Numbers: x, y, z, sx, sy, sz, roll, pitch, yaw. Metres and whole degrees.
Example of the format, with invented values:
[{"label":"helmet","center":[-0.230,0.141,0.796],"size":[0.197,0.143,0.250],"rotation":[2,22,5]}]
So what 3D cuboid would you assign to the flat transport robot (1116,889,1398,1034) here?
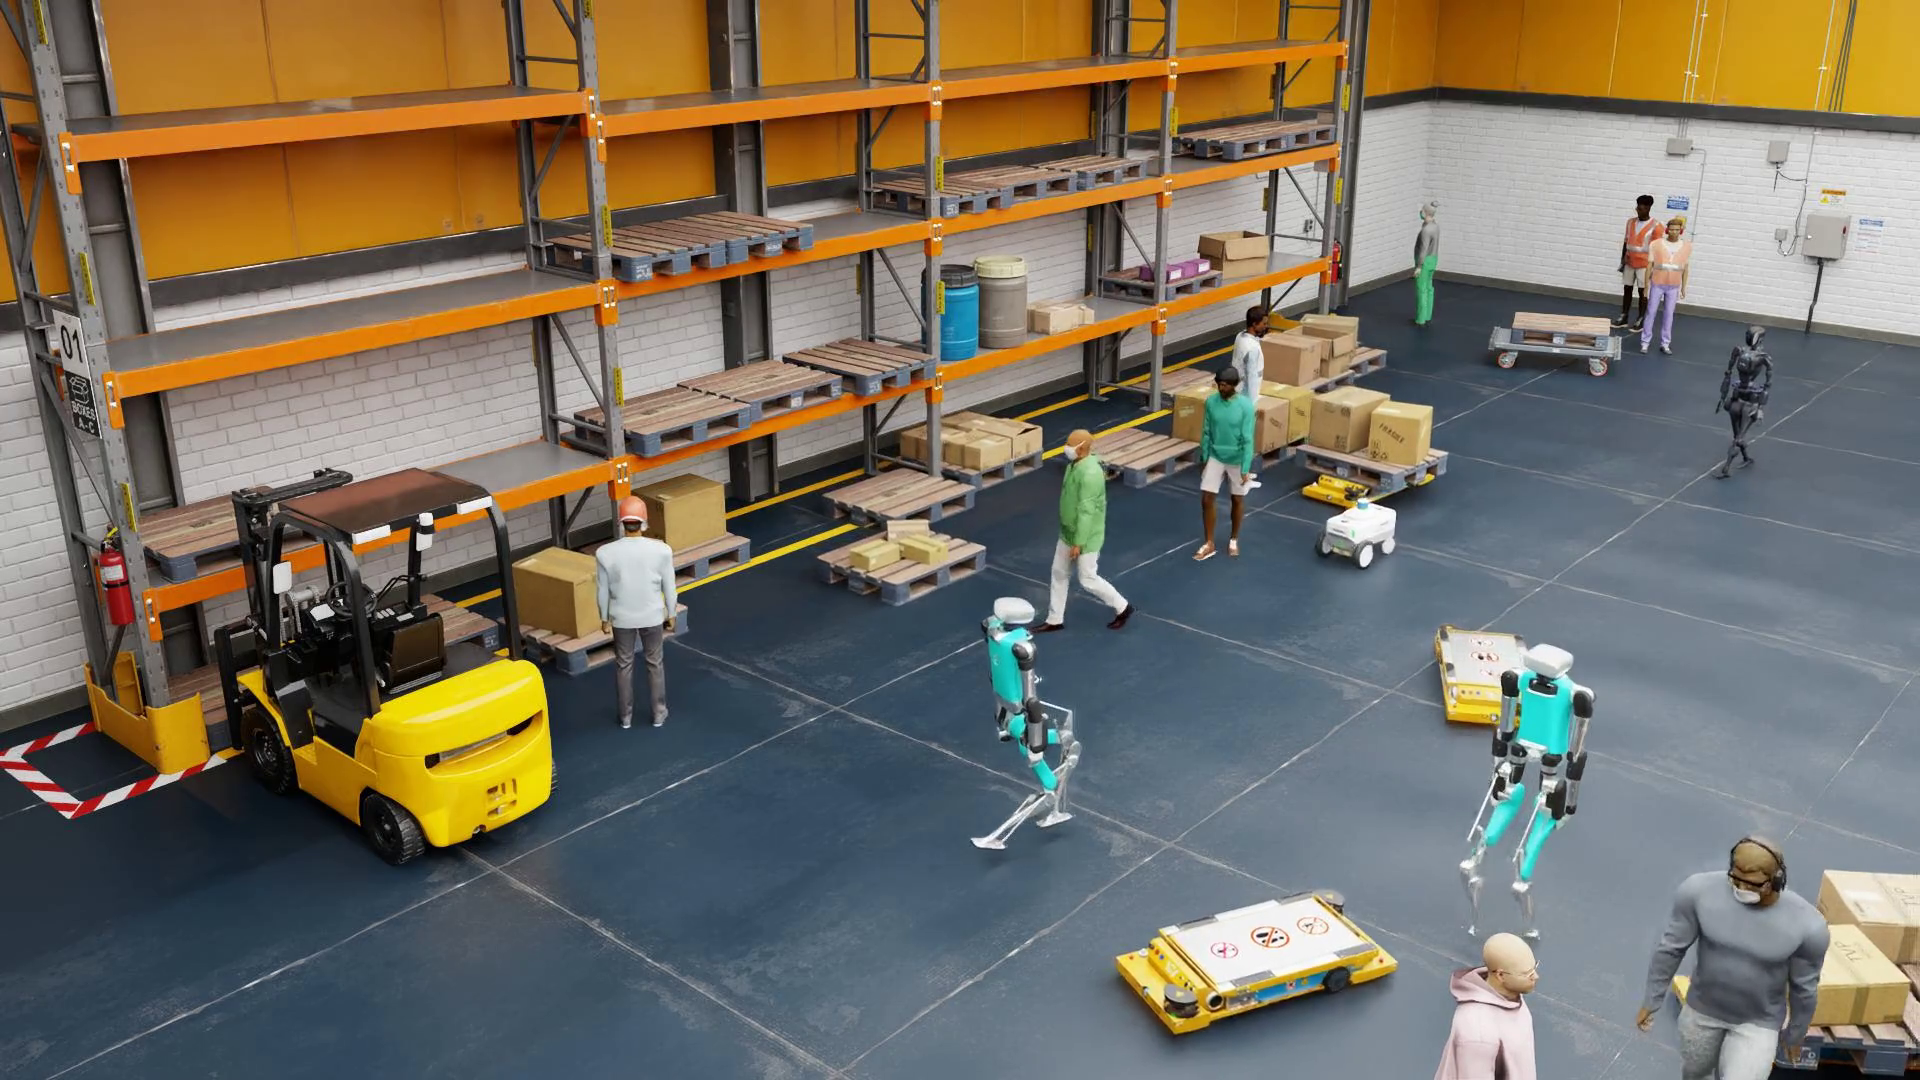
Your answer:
[{"label":"flat transport robot","center":[1.652,2.325,9.251],"size":[1.431,0.231,0.659],"rotation":[-9,22,-22]}]

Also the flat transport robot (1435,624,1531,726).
[{"label":"flat transport robot","center":[4.032,1.029,12.762],"size":[0.659,0.231,1.431],"rotation":[4,21,11]}]

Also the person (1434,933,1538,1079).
[{"label":"person","center":[2.140,2.396,6.870],"size":[0.403,1.784,0.523],"rotation":[10,23,26]}]

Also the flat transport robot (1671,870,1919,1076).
[{"label":"flat transport robot","center":[4.583,2.514,8.740],"size":[1.431,0.231,0.659],"rotation":[2,20,6]}]

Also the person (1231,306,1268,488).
[{"label":"person","center":[2.964,-1.481,17.204],"size":[0.408,1.908,0.595],"rotation":[-1,20,-3]}]

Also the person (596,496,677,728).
[{"label":"person","center":[-2.324,0.524,12.008],"size":[0.572,1.739,0.351],"rotation":[-4,21,-10]}]

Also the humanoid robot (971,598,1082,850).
[{"label":"humanoid robot","center":[0.501,1.137,10.346],"size":[1.014,1.724,0.539],"rotation":[-10,23,-25]}]

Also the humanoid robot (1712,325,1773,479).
[{"label":"humanoid robot","center":[8.298,-1.480,17.597],"size":[0.789,1.621,0.587],"rotation":[-10,23,-26]}]

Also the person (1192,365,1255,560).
[{"label":"person","center":[2.412,-0.690,15.165],"size":[0.531,1.821,0.742],"rotation":[10,23,26]}]

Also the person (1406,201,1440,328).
[{"label":"person","center":[6.755,-4.015,24.161],"size":[0.324,1.839,0.523],"rotation":[14,24,33]}]

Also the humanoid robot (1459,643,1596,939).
[{"label":"humanoid robot","center":[3.131,1.523,9.381],"size":[0.532,1.807,0.779],"rotation":[17,26,38]}]

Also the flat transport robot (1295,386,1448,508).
[{"label":"flat transport robot","center":[4.242,-0.626,17.247],"size":[1.431,0.231,0.659],"rotation":[-18,27,-40]}]

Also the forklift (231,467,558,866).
[{"label":"forklift","center":[-3.730,0.710,10.856],"size":[2.313,2.155,1.214],"rotation":[17,26,38]}]

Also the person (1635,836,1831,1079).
[{"label":"person","center":[3.464,2.112,7.495],"size":[0.679,1.908,0.881],"rotation":[15,25,35]}]

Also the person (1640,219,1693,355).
[{"label":"person","center":[9.594,-3.452,22.628],"size":[0.565,1.846,0.390],"rotation":[3,20,9]}]

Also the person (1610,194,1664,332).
[{"label":"person","center":[9.740,-3.977,23.878],"size":[0.365,1.964,0.609],"rotation":[-12,23,-29]}]

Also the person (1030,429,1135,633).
[{"label":"person","center":[1.021,-0.058,13.568],"size":[0.794,1.754,0.545],"rotation":[-6,21,-17]}]

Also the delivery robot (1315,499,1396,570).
[{"label":"delivery robot","center":[3.675,-0.067,15.343],"size":[0.792,0.611,0.499],"rotation":[-17,26,-39]}]
